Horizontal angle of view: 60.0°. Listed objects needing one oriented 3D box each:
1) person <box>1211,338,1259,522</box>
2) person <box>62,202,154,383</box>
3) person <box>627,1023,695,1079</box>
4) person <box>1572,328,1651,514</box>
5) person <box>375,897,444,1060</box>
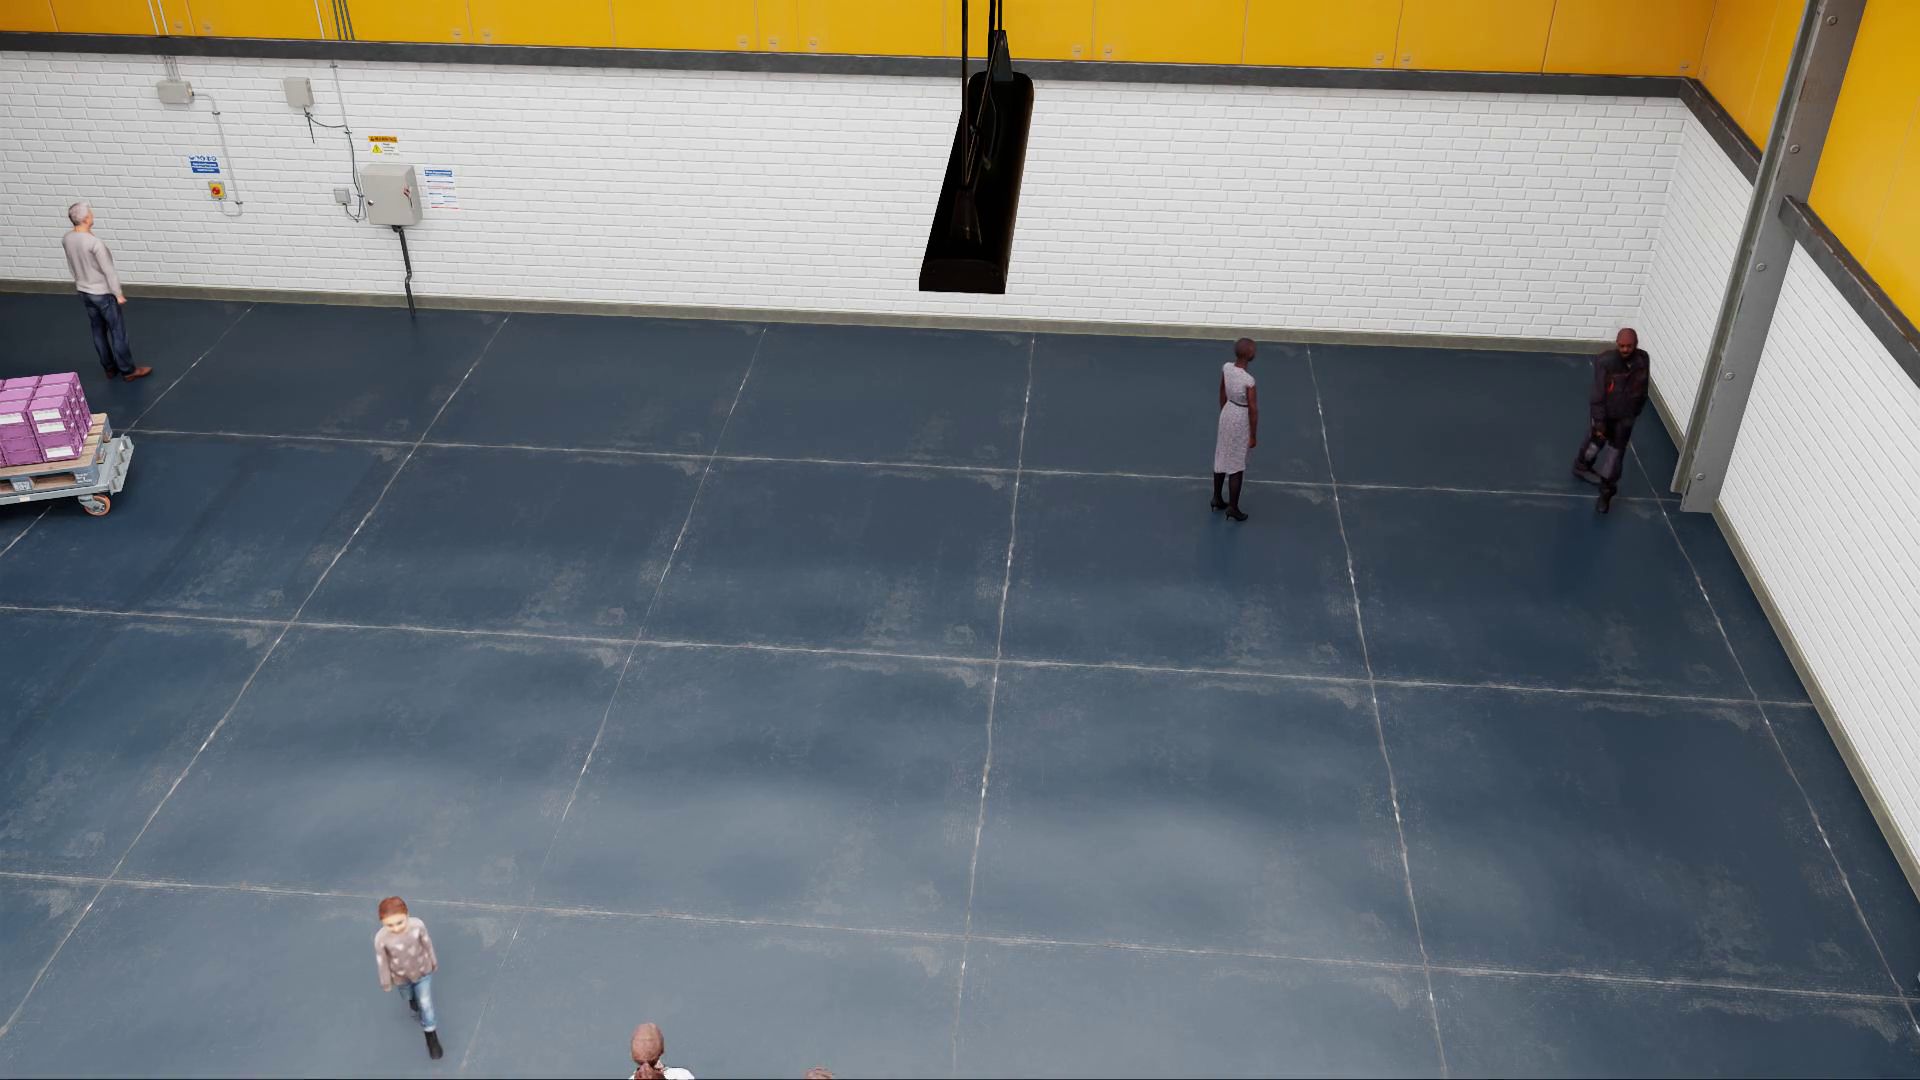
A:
[{"bbox_3d":[2.465,-0.991,14.887,0.749,1.789,0.656,-19,38,-26],"label":"person"},{"bbox_3d":[-8.862,-2.550,17.125,0.816,1.909,0.772,15,36,21],"label":"person"},{"bbox_3d":[-1.520,3.238,8.607,0.822,1.698,1.223,-7,34,-10],"label":"person"},{"bbox_3d":[5.965,-1.198,15.217,0.709,1.767,1.058,-3,34,-4],"label":"person"},{"bbox_3d":[-3.345,2.568,10.084,0.727,1.177,0.884,-13,36,-19],"label":"person"}]
